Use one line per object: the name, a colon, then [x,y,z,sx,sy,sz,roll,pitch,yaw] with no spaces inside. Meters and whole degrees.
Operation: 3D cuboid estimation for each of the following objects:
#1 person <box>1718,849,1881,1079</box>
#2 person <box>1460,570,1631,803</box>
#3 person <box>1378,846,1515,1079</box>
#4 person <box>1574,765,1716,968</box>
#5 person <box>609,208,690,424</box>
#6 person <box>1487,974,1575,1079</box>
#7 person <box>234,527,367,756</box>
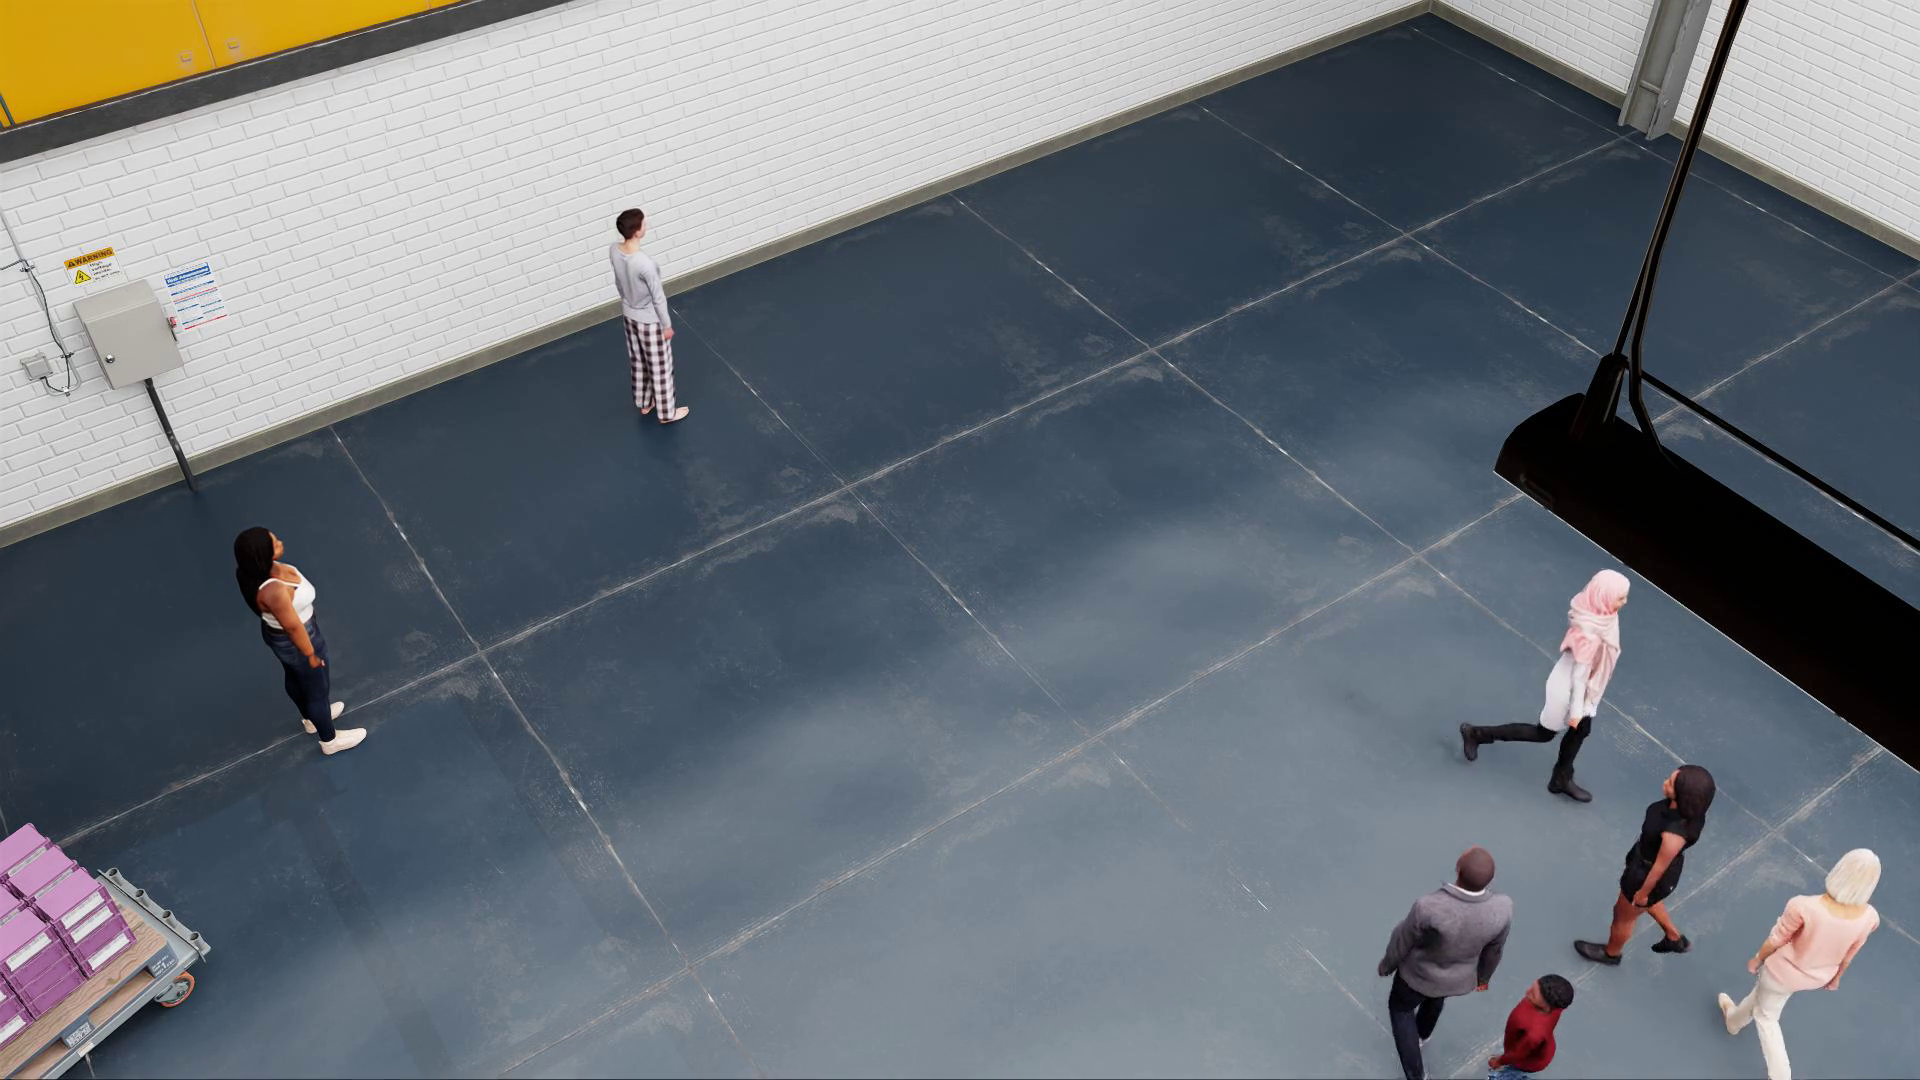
person: [4.348,2.276,8.566,0.985,1.686,1.114,1,44,1]
person: [3.561,0.862,9.985,1.206,1.777,0.967,23,48,23]
person: [2.459,2.266,8.498,0.990,1.795,1.102,0,44,0]
person: [3.838,1.815,9.018,0.934,1.731,0.828,15,46,15]
person: [-2.394,-1.688,12.610,0.572,1.847,0.741,30,51,27]
person: [2.954,2.633,8.513,0.641,1.243,0.593,30,51,28]
person: [-4.113,0.612,10.224,0.714,1.810,0.560,-31,52,-28]
